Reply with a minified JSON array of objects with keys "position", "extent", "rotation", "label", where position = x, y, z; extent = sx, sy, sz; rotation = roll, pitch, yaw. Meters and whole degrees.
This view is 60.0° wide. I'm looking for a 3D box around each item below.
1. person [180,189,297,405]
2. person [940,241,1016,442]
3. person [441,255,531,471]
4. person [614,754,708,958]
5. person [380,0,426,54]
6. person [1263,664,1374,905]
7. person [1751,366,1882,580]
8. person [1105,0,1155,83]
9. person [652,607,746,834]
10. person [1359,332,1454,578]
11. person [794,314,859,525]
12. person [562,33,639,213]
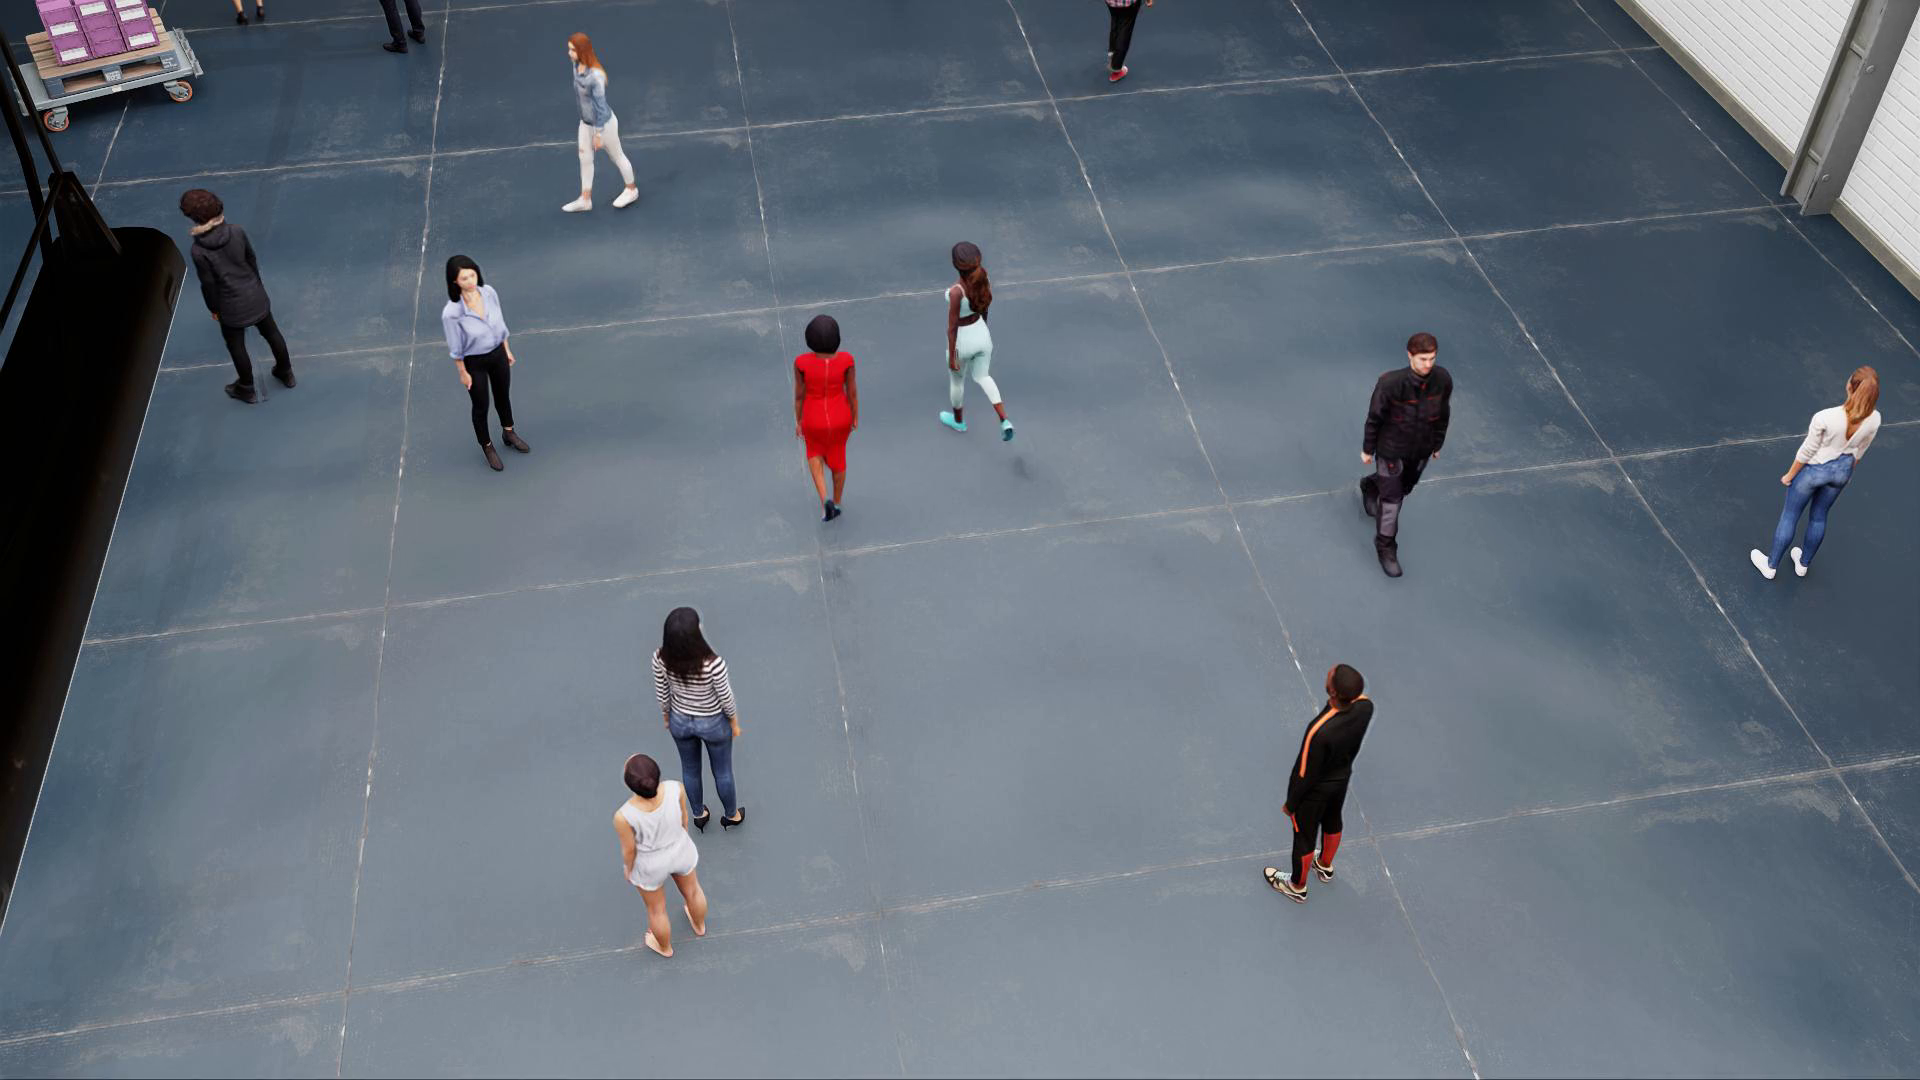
[{"position":[-5.403,-1.821,12.444],"extent":[0.827,1.770,0.775],"rotation":[31,52,28],"label":"person"},{"position":[0.124,-1.381,12.026],"extent":[0.874,1.709,1.056],"rotation":[-31,52,-28],"label":"person"},{"position":[-3.407,-1.283,11.898],"extent":[0.771,1.744,0.727],"rotation":[29,51,27],"label":"person"},{"position":[-1.600,1.681,8.887],"extent":[0.658,1.605,0.687],"rotation":[-28,50,-26],"label":"person"},{"position":[-5.708,-5.781,16.548],"extent":[0.862,1.842,0.794],"rotation":[24,49,23],"label":"person"},{"position":[1.989,1.324,9.115],"extent":[0.708,1.808,0.690],"rotation":[-27,50,-25],"label":"person"},{"position":[5.714,-0.436,11.026],"extent":[0.638,1.719,0.563],"rotation":[-1,44,-1],"label":"person"},{"position":[1.543,-5.265,16.071],"extent":[0.858,1.754,0.916],"rotation":[25,49,24],"label":"person"},{"position":[-1.474,1.049,9.412],"extent":[0.647,1.796,0.611],"rotation":[7,44,8],"label":"person"},{"position":[2.956,-0.674,11.209],"extent":[0.782,1.812,1.122],"rotation":[-11,45,-11],"label":"person"},{"position":[-0.904,-0.748,11.342],"extent":[0.597,1.736,0.681],"rotation":[-6,44,-6],"label":"person"},{"position":[-3.055,-3.636,14.421],"extent":[0.978,1.671,0.984],"rotation":[-32,52,-29],"label":"person"}]
